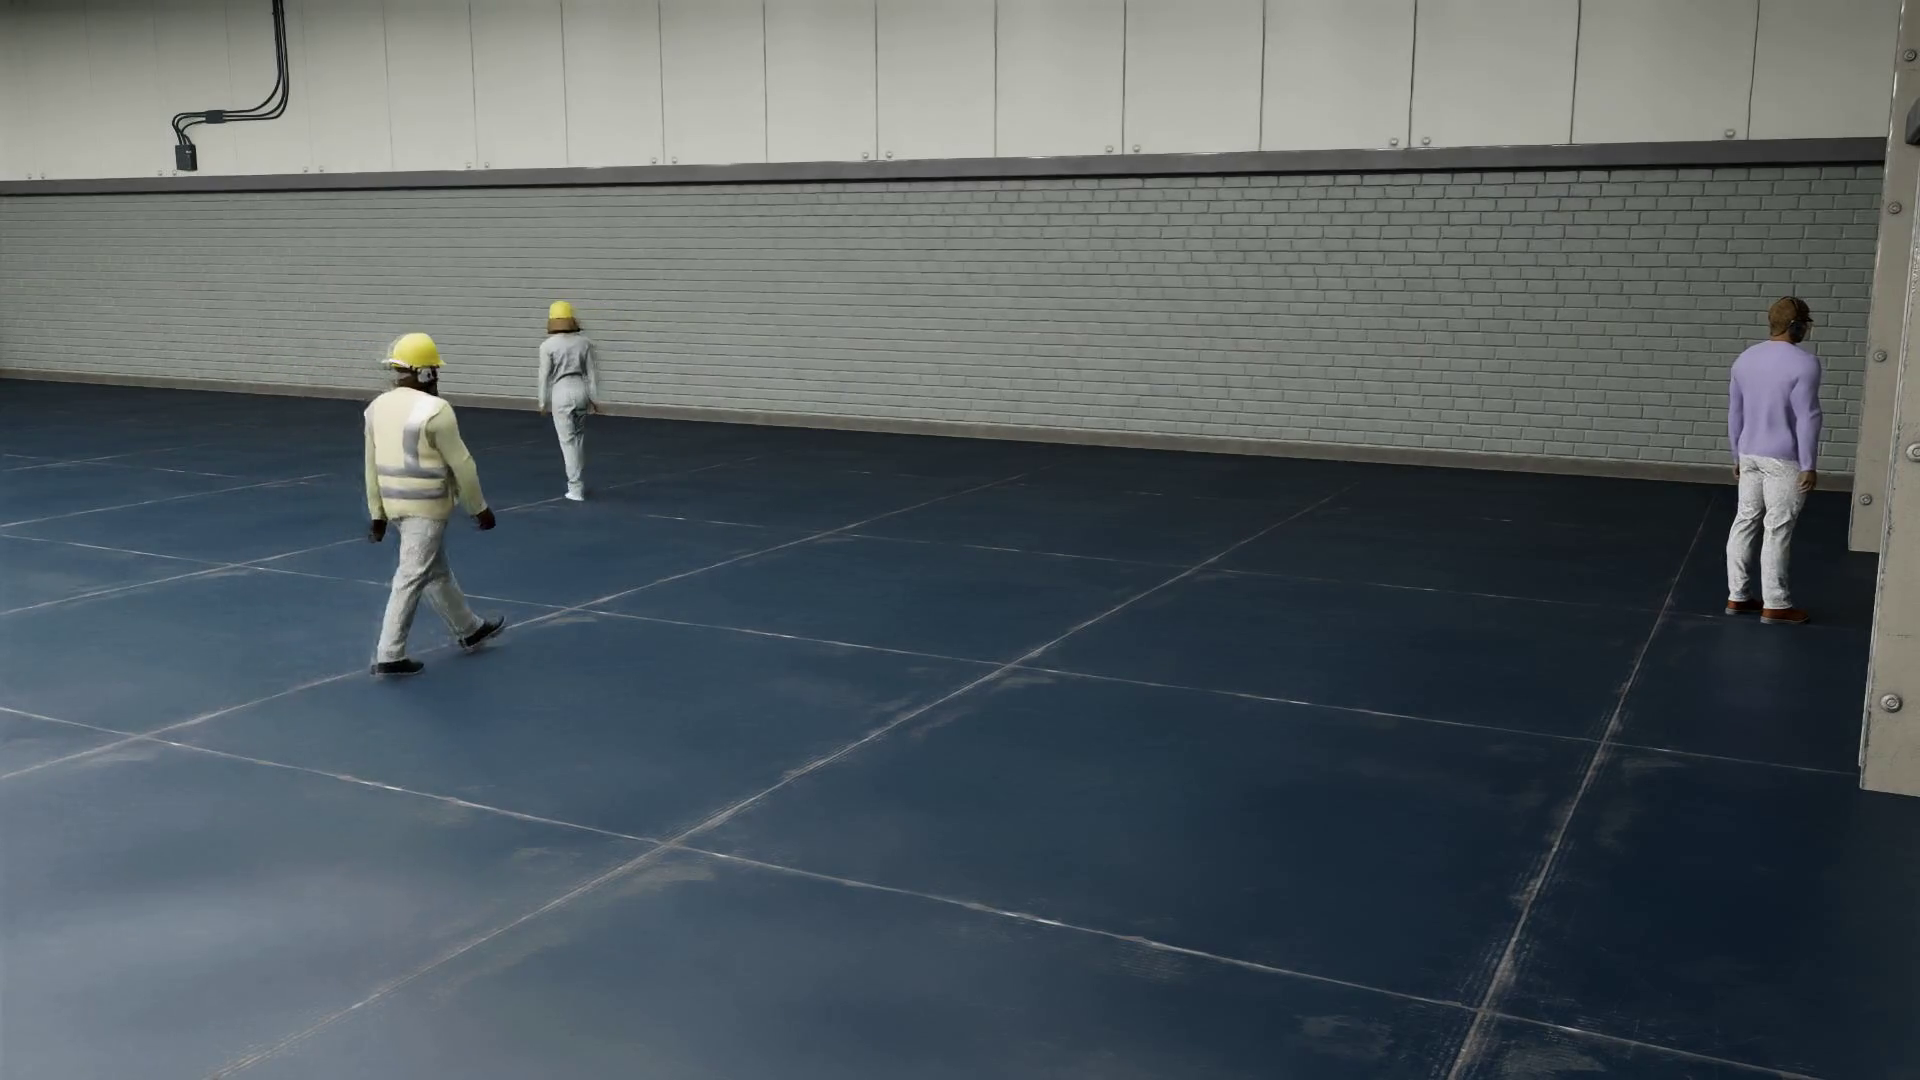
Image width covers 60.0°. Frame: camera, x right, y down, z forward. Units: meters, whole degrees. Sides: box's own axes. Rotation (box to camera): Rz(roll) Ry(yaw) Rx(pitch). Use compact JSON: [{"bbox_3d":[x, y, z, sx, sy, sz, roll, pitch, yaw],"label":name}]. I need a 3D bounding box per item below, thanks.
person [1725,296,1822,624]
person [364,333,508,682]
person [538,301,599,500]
[{"bbox_3d":[4.845,-0.475,9.910,0.374,1.941,0.627,-3,11,-18],"label":"person"},{"bbox_3d":[-2.781,-0.194,8.795,0.588,1.778,0.937,8,13,37],"label":"person"},{"bbox_3d":[-3.481,-1.229,14.616,0.513,1.715,0.728,-8,13,-38],"label":"person"}]
